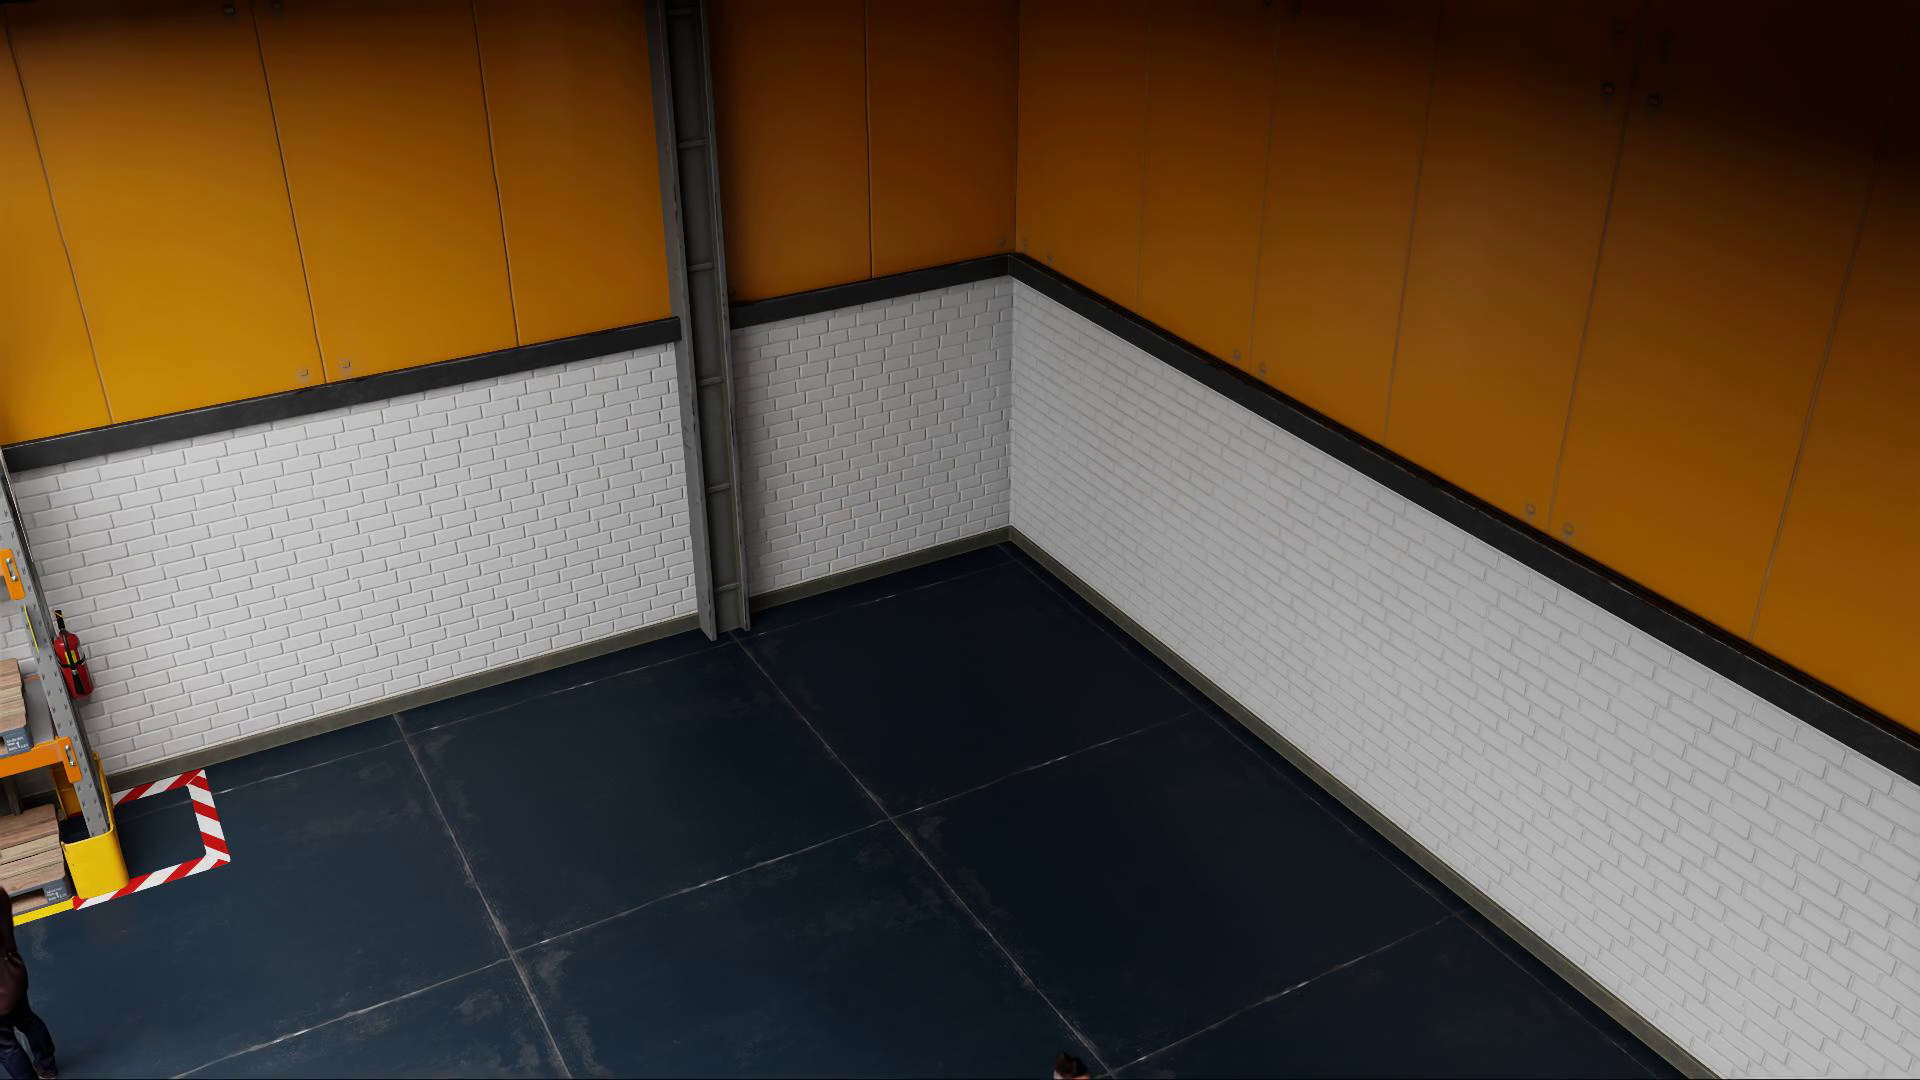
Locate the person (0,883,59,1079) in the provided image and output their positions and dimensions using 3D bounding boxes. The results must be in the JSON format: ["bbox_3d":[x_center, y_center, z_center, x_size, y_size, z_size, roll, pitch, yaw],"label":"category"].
[{"bbox_3d":[-5.850,2.669,10.050,0.877,1.848,0.871,0,29,1],"label":"person"}]
